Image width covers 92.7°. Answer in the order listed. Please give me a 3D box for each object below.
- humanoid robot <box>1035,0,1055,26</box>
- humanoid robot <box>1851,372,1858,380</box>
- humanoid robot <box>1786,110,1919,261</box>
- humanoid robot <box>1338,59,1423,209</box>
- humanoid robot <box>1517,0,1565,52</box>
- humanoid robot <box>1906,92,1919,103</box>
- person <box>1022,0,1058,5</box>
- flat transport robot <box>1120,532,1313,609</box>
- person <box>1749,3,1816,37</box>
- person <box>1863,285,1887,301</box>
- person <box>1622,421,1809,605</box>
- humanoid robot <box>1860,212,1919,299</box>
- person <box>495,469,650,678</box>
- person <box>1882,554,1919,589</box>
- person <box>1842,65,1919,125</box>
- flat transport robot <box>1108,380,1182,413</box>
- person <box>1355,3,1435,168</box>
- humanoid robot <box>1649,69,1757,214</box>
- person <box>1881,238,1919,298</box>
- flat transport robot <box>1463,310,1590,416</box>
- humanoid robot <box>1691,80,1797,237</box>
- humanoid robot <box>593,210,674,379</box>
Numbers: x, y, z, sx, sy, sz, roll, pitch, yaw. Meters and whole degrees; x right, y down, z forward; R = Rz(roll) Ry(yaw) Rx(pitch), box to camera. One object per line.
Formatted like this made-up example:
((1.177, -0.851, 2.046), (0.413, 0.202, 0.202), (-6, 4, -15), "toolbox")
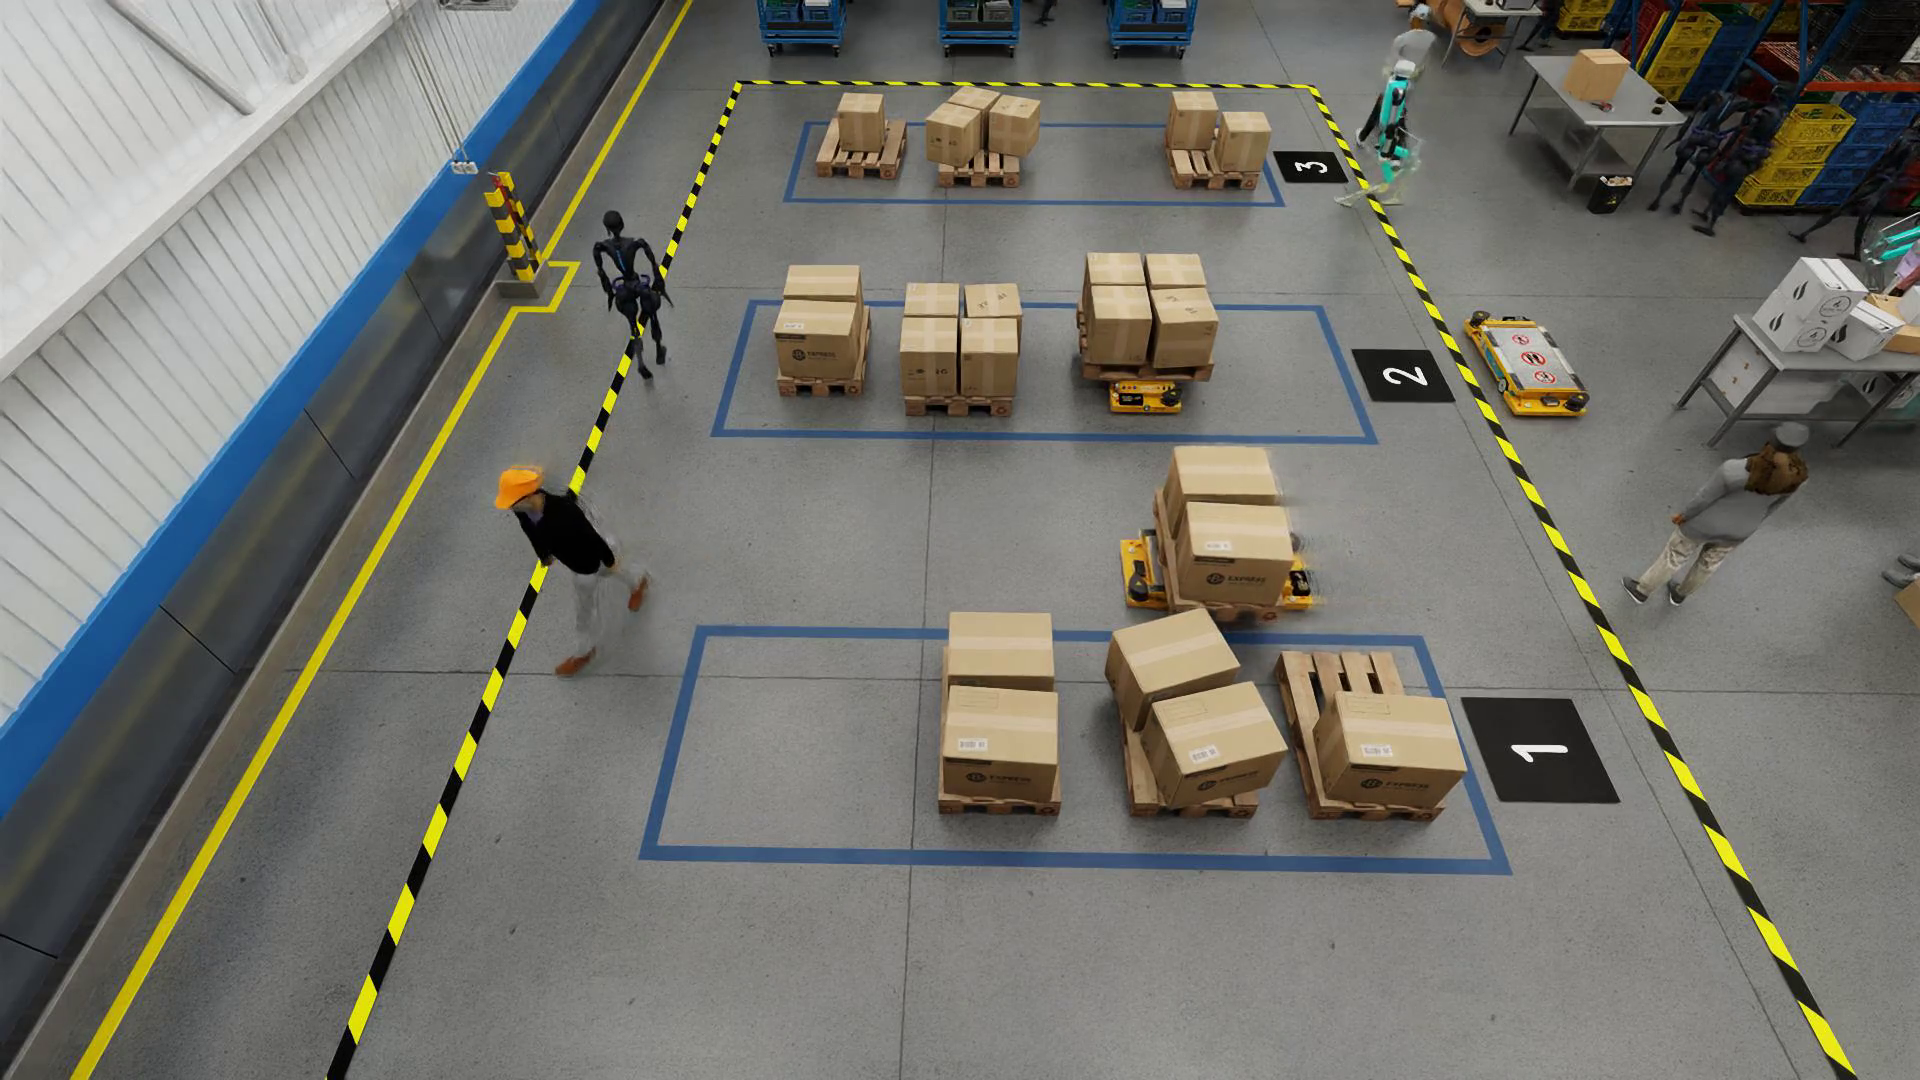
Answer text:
((1.472, -9.047, 14.440), (0.397, 1.642, 0.595), (12, 50, 10), "humanoid robot")
((8.657, -1.995, 8.330), (0.549, 1.862, 0.662), (-17, 51, -14), "humanoid robot")
((9.947, -3.841, 9.961), (0.767, 1.627, 0.589), (15, 51, 13), "humanoid robot")
((5.070, -4.566, 10.487), (0.775, 1.725, 0.540), (9, 50, 8), "humanoid robot")
((8.996, -8.177, 13.686), (0.583, 1.637, 0.589), (17, 51, 14), "humanoid robot")
((13.209, -6.423, 12.164), (0.585, 1.637, 0.377), (0, 49, 0), "humanoid robot")
((1.372, -9.694, 14.839), (0.664, 1.914, 0.594), (-14, 51, -12), "person")
((2.033, 0.225, 7.320), (1.431, 0.197, 0.652), (1, 49, 1), "flat transport robot")
((12.747, -8.428, 13.739), (1.017, 1.902, 0.643), (-6, 49, -5), "person")
((10.009, -3.188, 9.232), (0.583, 1.874, 0.344), (-30, 56, -24), "person")
((5.516, -0.141, 6.666), (0.564, 1.763, 0.403), (6, 49, 5), "person")
((9.719, -3.207, 9.249), (0.735, 1.677, 0.533), (7, 50, 6), "humanoid robot")
((-2.707, 0.109, 6.415), (0.586, 1.820, 1.050), (23, 53, 18), "person")
((7.715, -0.308, 6.698), (0.602, 1.939, 0.411), (-30, 55, -23), "person")
((11.142, -5.392, 11.160), (0.623, 1.844, 0.431), (20, 52, 16), "person")
((1.773, -1.807, 9.079), (0.652, 0.197, 1.431), (1, 49, 1), "flat transport robot")
((5.464, -5.644, 11.405), (0.624, 1.790, 0.990), (-7, 50, -6), "person")
((8.536, -4.559, 10.547), (0.608, 1.654, 0.330), (31, 56, 24), "humanoid robot")
((8.865, -2.506, 8.541), (0.400, 2.036, 0.598), (34, 57, 26), "person")
((5.573, -1.757, 9.054), (0.659, 0.231, 1.431), (1, 49, 1), "flat transport robot")
((8.813, -4.293, 10.317), (0.600, 1.637, 0.522), (-17, 51, -14), "humanoid robot")
((-3.036, -2.273, 8.576), (0.610, 1.634, 0.565), (-7, 49, -6), "humanoid robot")
